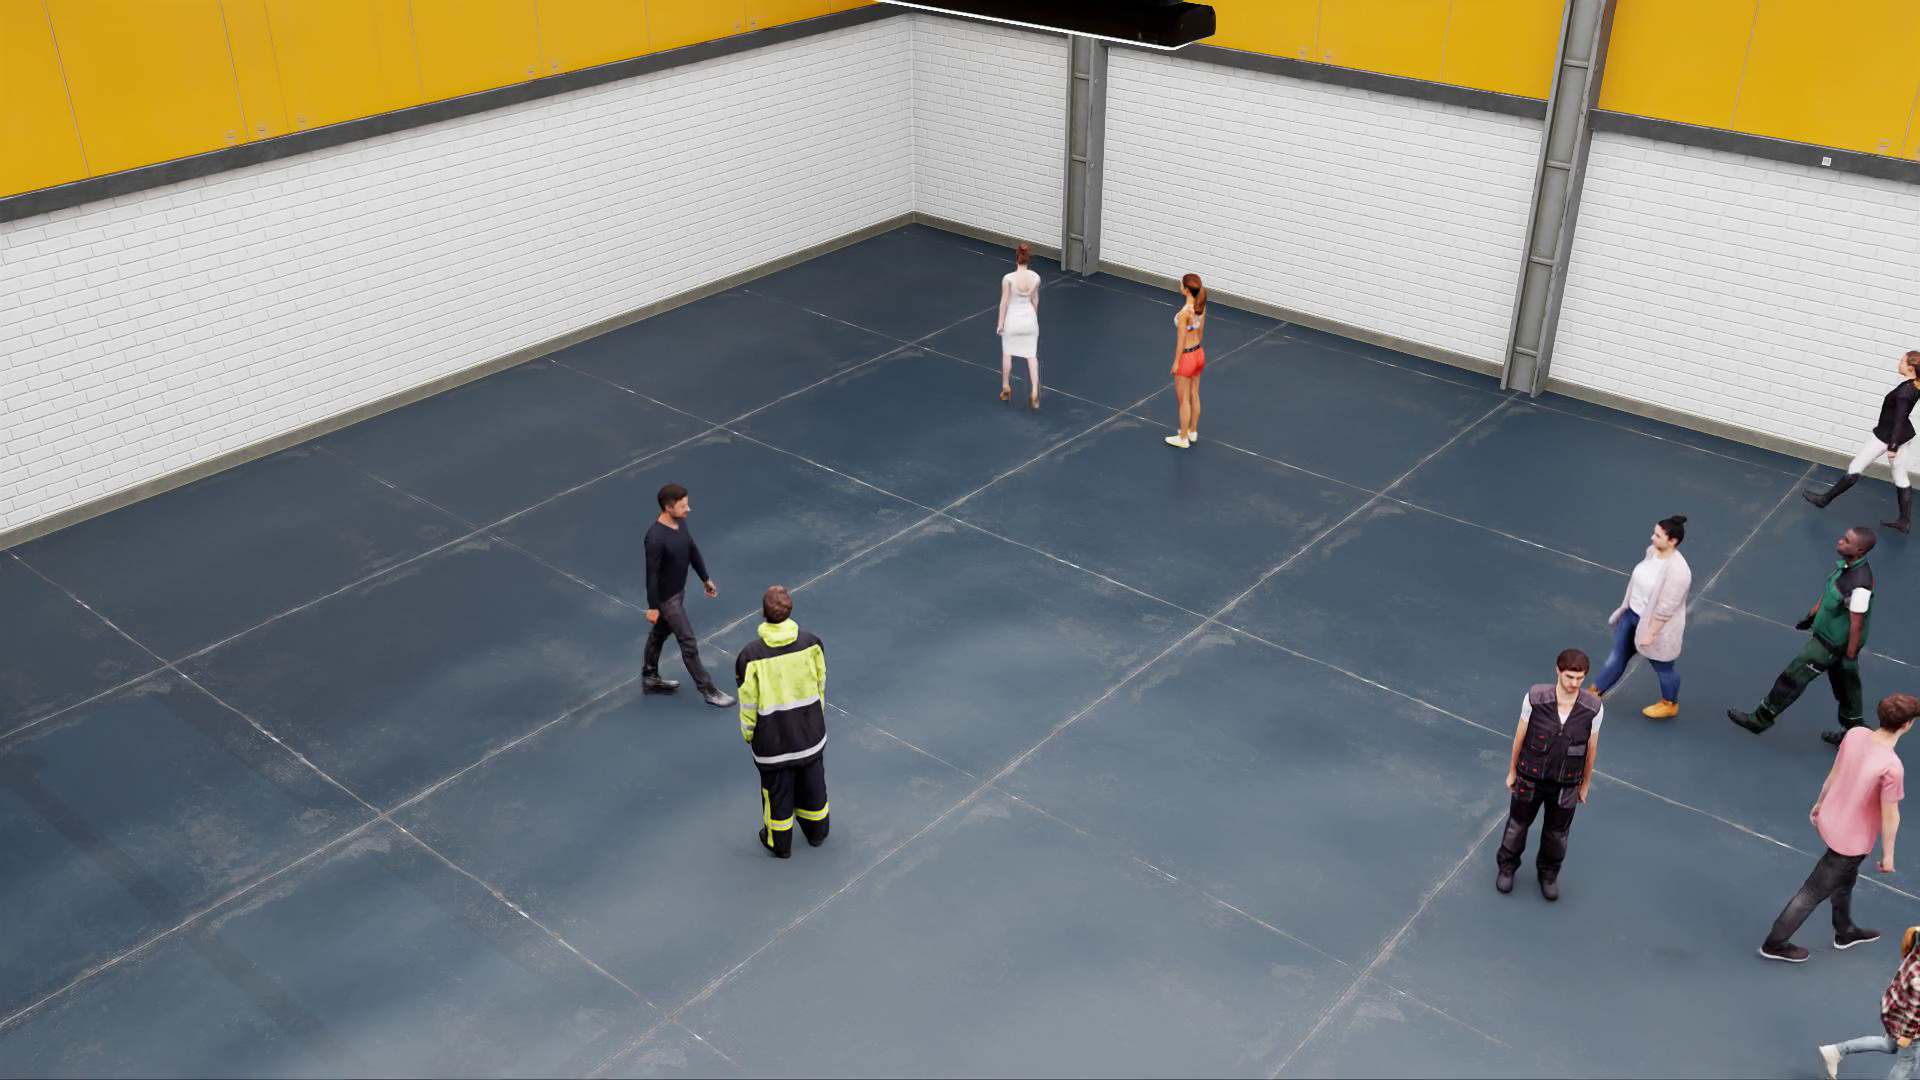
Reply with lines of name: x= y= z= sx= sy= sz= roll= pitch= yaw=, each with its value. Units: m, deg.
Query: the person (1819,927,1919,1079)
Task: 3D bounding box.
person: x=5.087 y=2.574 z=9.066 sx=0.857 sy=1.291 sz=0.651 roll=13 pitch=31 yaw=23

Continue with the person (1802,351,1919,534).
person: x=8.440 y=-0.831 z=14.909 sx=1.144 sy=1.674 sz=0.585 roll=22 pitch=35 yaw=34

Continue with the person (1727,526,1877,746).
person: x=6.361 y=0.745 z=11.909 sx=1.271 sy=1.780 sz=0.917 roll=12 pitch=31 yaw=21

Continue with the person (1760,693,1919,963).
person: x=5.171 y=1.758 z=9.900 sx=1.124 sy=1.925 sz=1.069 roll=-2 pitch=29 yaw=-5

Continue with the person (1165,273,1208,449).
person: x=2.277 y=-1.786 z=16.539 sx=0.542 sy=1.790 sz=0.583 roll=24 pitch=37 yaw=36

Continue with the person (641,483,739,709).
person: x=-2.267 y=0.414 z=12.467 sx=1.193 sy=1.827 sz=0.979 roll=5 pitch=29 yaw=9

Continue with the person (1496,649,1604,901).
person: x=3.722 y=1.473 z=10.509 sx=0.676 sy=1.843 sz=0.800 roll=8 pitch=30 yaw=14

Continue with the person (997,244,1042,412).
person: x=0.670 y=-2.220 z=17.339 sx=0.843 sy=1.785 sz=0.916 roll=-12 pitch=31 yaw=-21

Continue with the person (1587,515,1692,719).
person: x=5.198 y=0.605 z=12.248 sx=1.183 sy=1.701 sz=1.104 roll=-1 pitch=29 yaw=-2

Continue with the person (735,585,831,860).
person: x=-1.147 y=1.188 z=10.885 sx=0.856 sy=1.983 sz=0.808 roll=-14 pitch=31 yaw=-23
